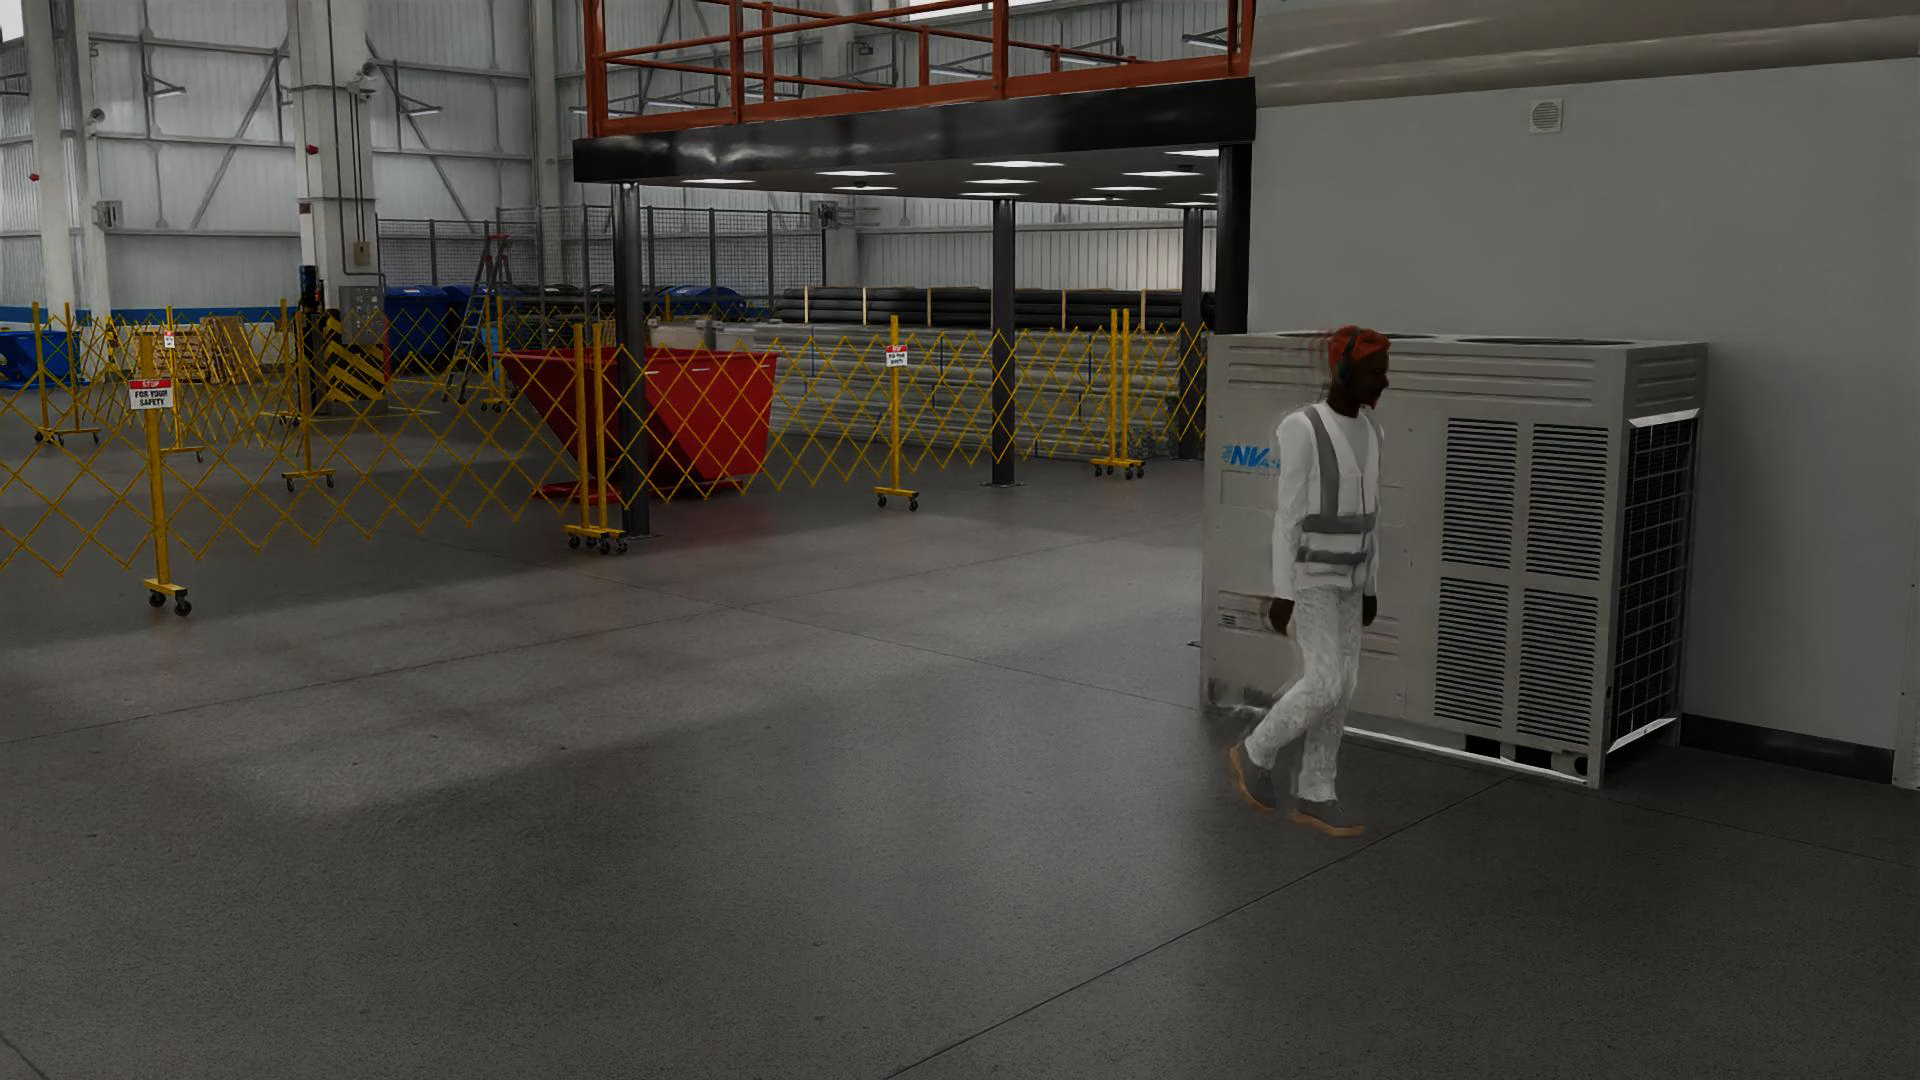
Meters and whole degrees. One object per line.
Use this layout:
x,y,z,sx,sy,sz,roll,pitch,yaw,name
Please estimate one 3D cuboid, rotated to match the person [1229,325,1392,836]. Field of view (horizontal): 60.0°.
1.332,0.151,6.109,0.606,1.868,0.459,-9,13,-43,person
